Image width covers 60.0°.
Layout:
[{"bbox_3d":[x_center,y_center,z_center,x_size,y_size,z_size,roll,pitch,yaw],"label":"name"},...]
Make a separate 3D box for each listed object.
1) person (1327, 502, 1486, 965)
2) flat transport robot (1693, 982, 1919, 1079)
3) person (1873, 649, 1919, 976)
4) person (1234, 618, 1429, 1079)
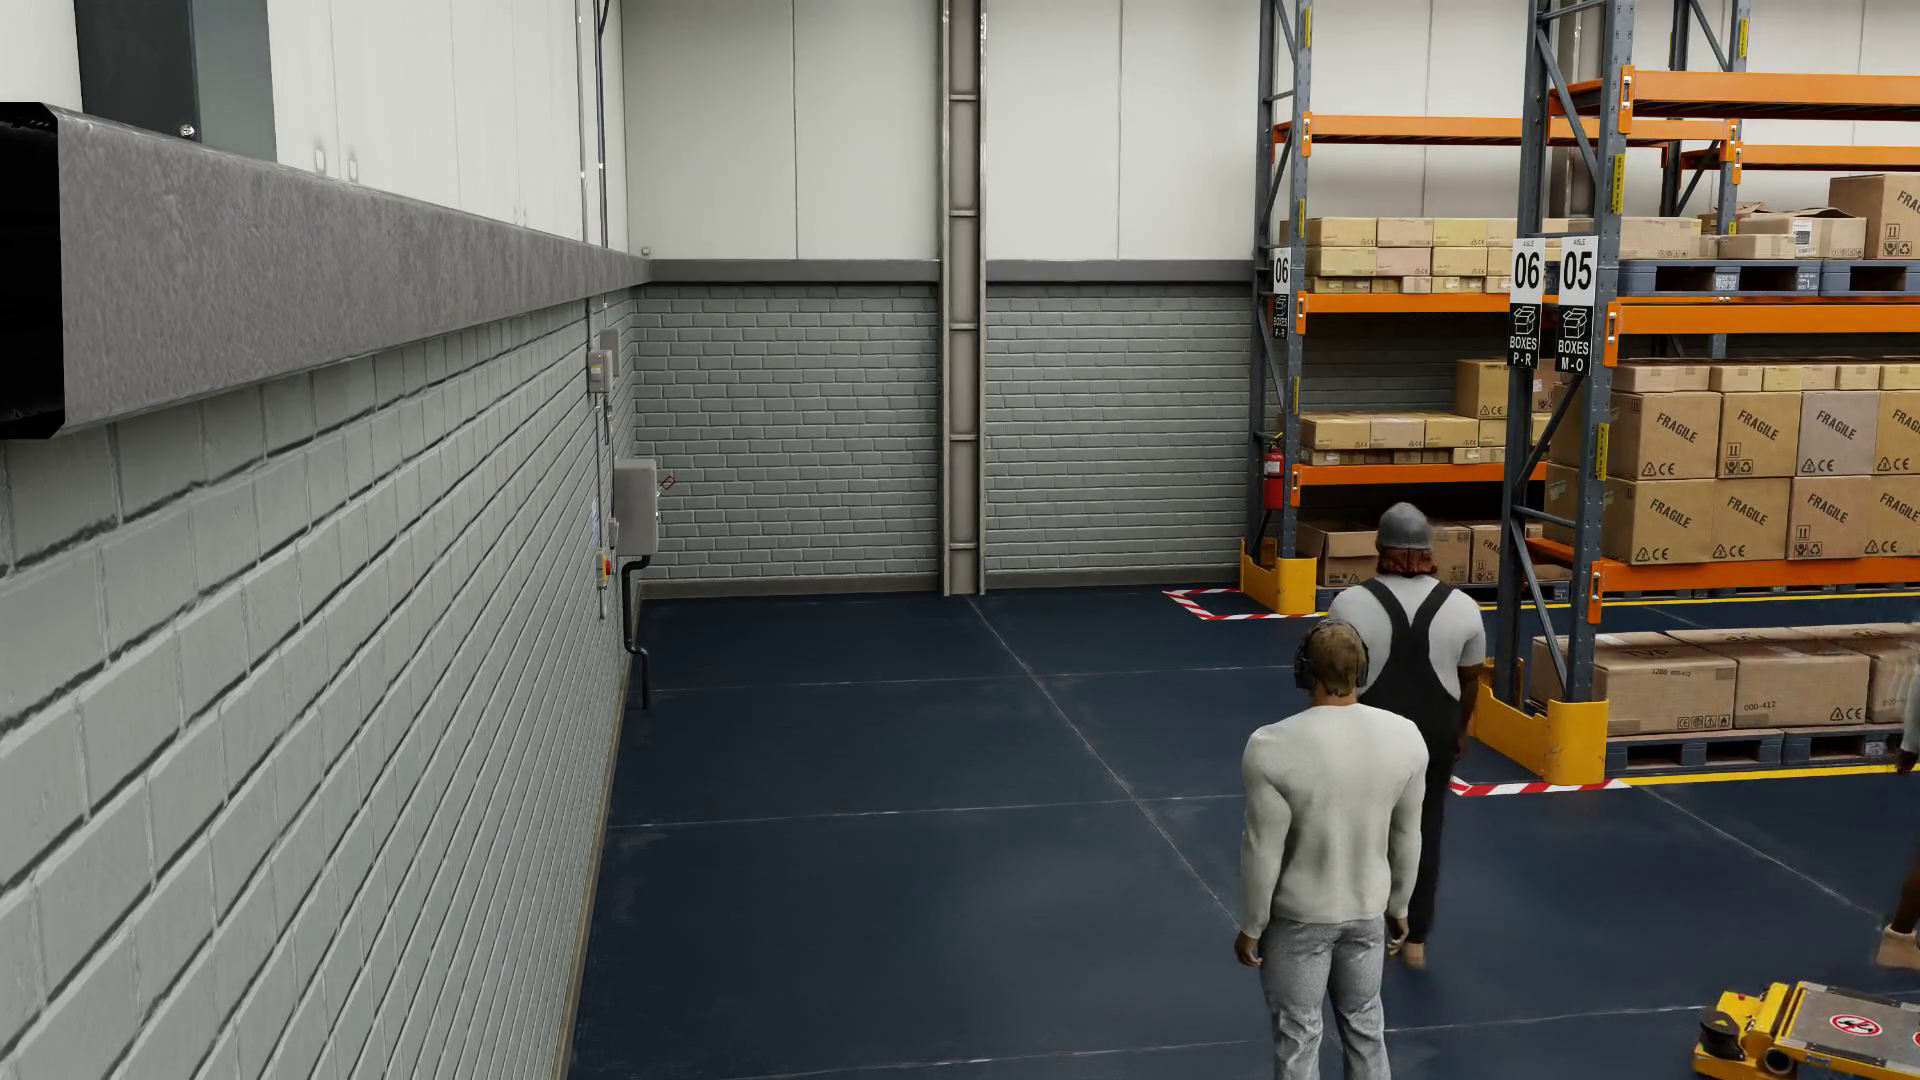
[{"bbox_3d":[1.960,0.806,7.528,0.714,2.000,0.959,1,9,3],"label":"person"},{"bbox_3d":[3.519,1.921,6.093,1.431,0.197,0.652,6,11,33],"label":"flat transport robot"},{"bbox_3d":[4.434,0.899,7.090,1.037,1.986,0.610,-1,9,-6],"label":"person"},{"bbox_3d":[1.182,1.206,5.376,0.635,1.937,0.361,-3,10,-16],"label":"person"}]
